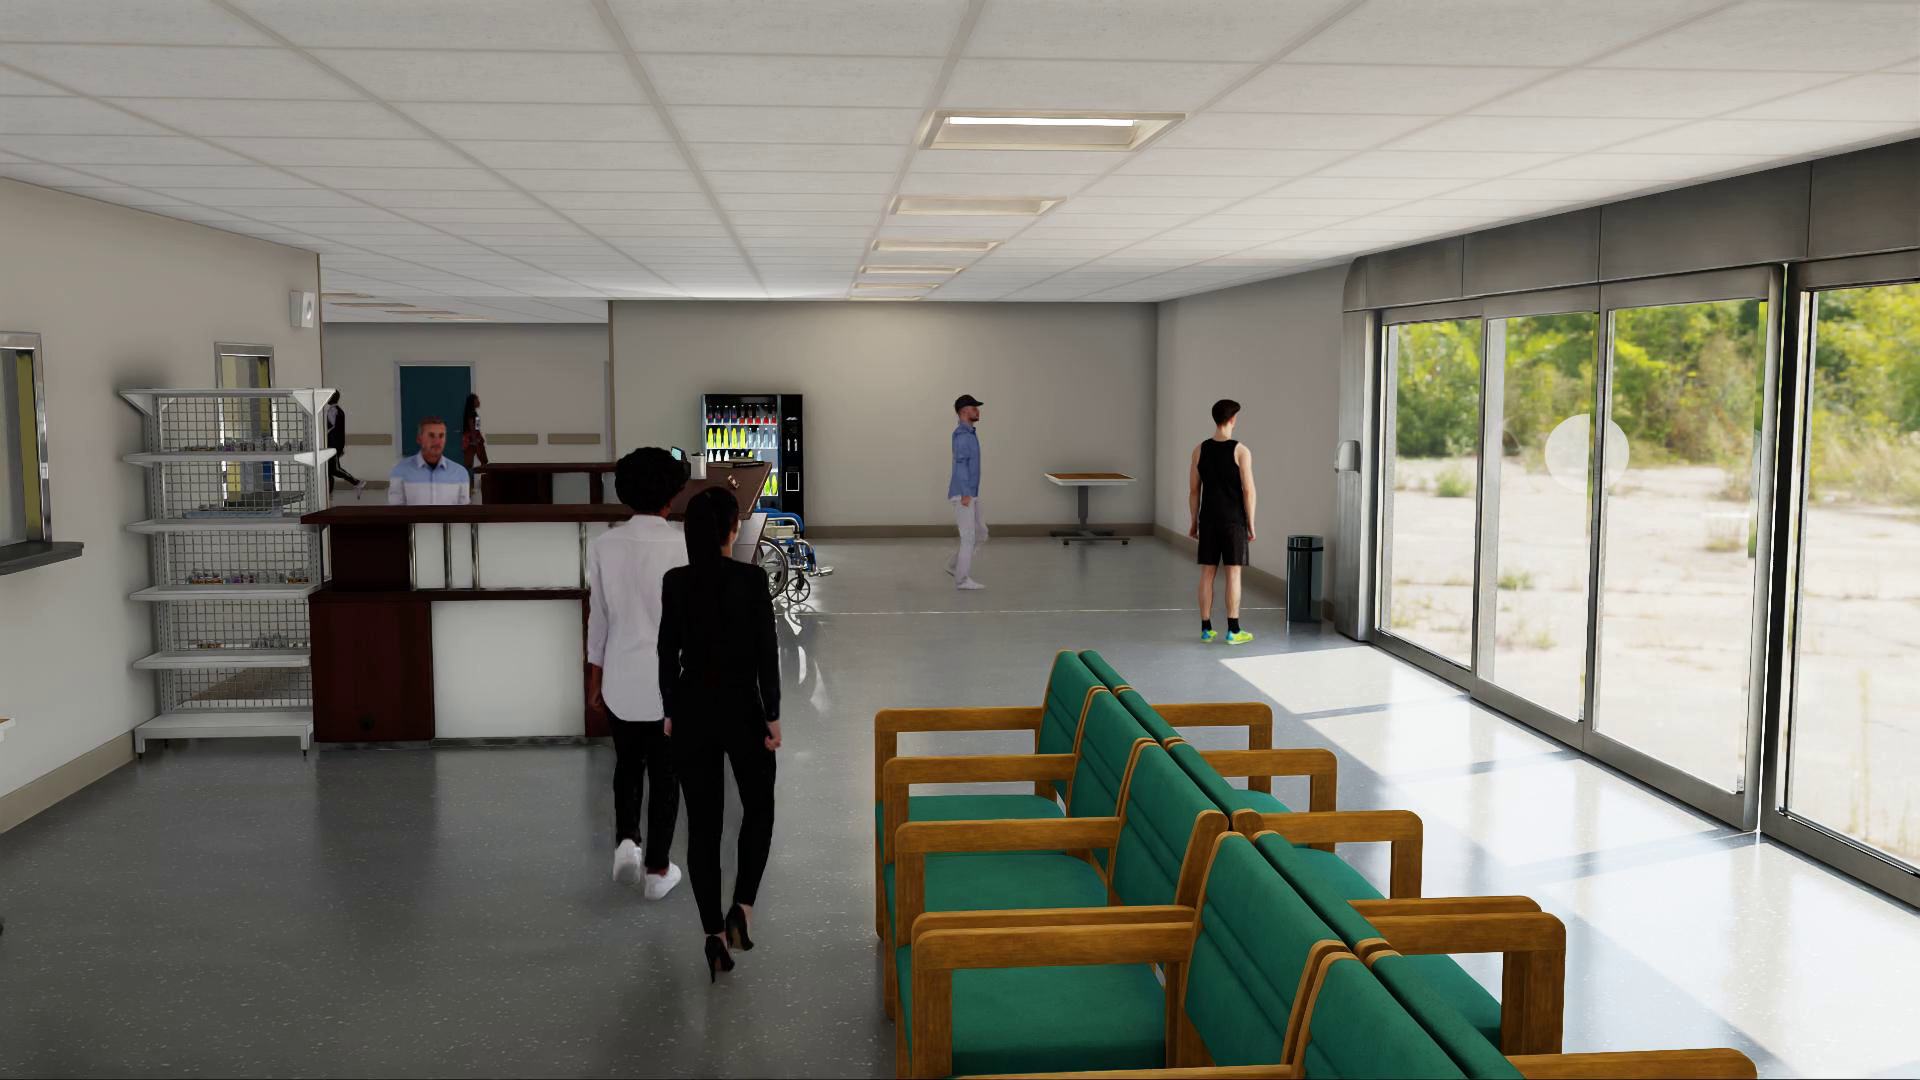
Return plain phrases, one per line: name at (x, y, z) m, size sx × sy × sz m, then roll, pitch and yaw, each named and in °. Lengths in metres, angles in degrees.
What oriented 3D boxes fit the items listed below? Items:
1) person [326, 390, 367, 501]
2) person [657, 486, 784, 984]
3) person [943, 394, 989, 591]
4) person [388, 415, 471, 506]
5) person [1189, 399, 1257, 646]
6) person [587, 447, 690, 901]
person at (-10.099, -1.527, 27.067) m, size 1.045 × 1.802 × 0.658 m, roll 0°, pitch 6°, yaw -4°
person at (-0.836, 0.673, 5.699) m, size 0.581 × 1.703 × 0.710 m, roll 1°, pitch 6°, yaw 5°
person at (-0.020, -0.455, 16.028) m, size 0.749 × 1.881 × 0.738 m, roll 1°, pitch 6°, yaw 9°
person at (-3.531, 0.104, 11.005) m, size 1.201 × 1.773 × 0.962 m, roll -2°, pitch 6°, yaw -20°
person at (2.031, -0.146, 12.906) m, size 0.718 × 1.889 × 0.831 m, roll 3°, pitch 7°, yaw 30°
person at (-1.248, 0.541, 6.529) m, size 0.680 × 1.798 × 0.762 m, roll 0°, pitch 6°, yaw 4°
